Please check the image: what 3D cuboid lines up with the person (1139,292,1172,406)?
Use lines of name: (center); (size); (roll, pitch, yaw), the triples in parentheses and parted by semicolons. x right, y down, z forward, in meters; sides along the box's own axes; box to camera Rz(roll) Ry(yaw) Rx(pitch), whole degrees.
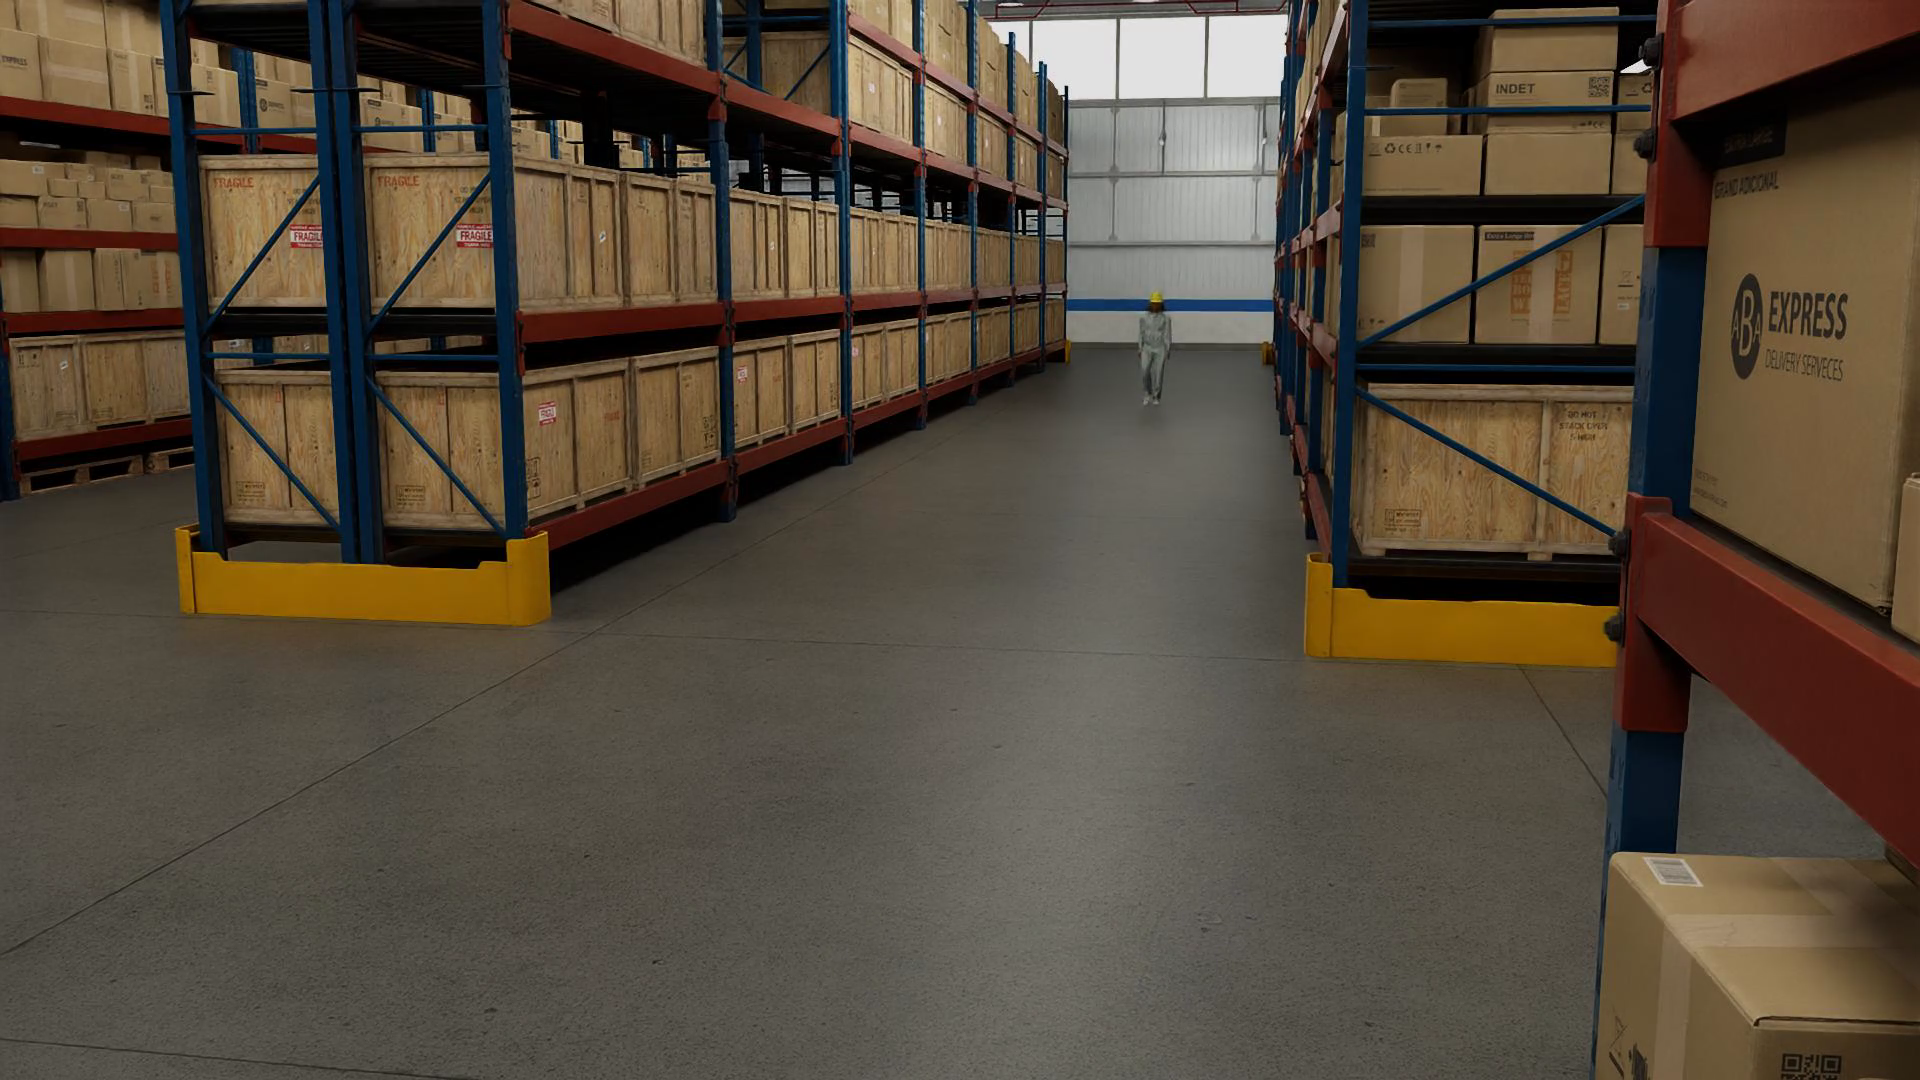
person: (2.932, -2.870, 25.046); (0.504, 1.715, 0.678); (2, 9, 13)
